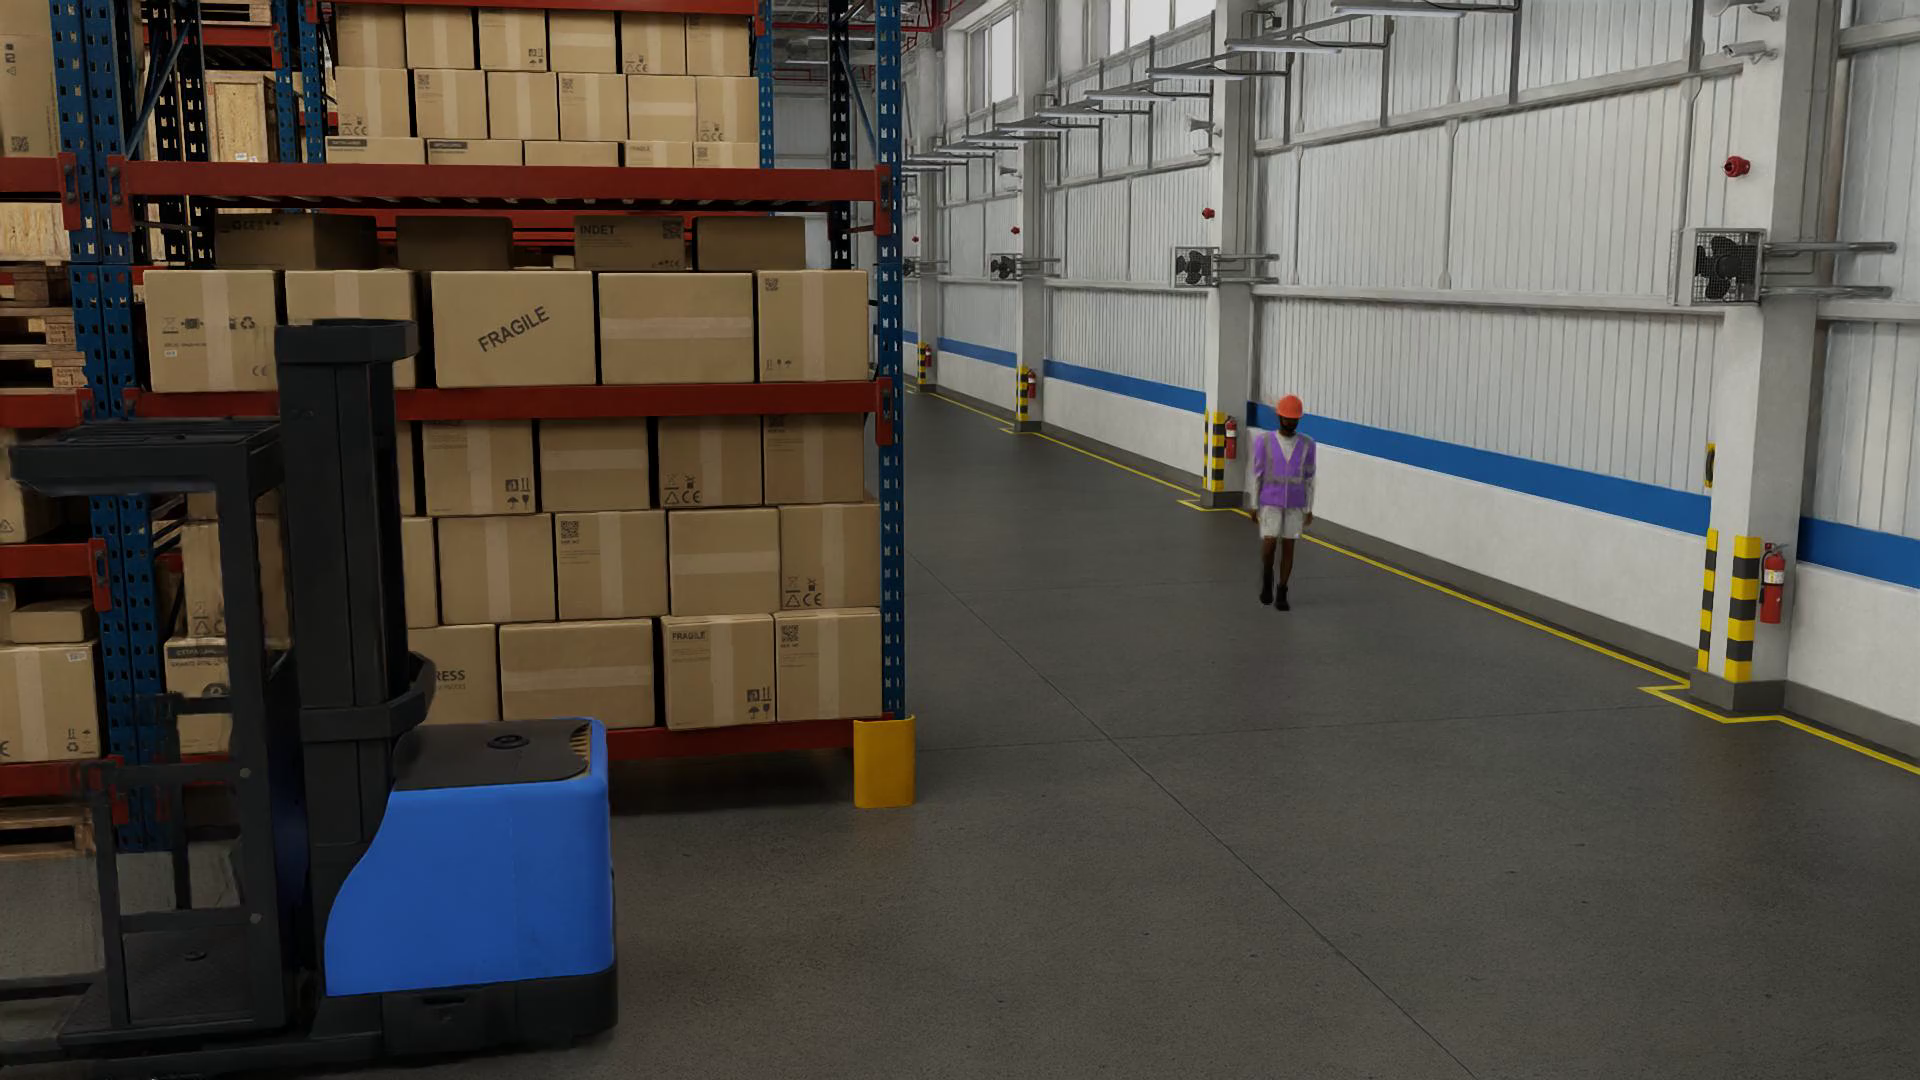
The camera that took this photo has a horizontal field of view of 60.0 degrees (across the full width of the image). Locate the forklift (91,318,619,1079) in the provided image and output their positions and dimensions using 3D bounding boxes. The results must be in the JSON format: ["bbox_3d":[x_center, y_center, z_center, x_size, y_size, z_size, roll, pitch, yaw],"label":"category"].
[{"bbox_3d":[-2.347,0.534,6.548,1.873,2.768,1.129,-2,10,-12],"label":"forklift"}]

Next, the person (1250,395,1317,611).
[{"bbox_3d":[2.860,-0.322,14.667,0.565,1.920,0.402,0,9,0],"label":"person"}]
